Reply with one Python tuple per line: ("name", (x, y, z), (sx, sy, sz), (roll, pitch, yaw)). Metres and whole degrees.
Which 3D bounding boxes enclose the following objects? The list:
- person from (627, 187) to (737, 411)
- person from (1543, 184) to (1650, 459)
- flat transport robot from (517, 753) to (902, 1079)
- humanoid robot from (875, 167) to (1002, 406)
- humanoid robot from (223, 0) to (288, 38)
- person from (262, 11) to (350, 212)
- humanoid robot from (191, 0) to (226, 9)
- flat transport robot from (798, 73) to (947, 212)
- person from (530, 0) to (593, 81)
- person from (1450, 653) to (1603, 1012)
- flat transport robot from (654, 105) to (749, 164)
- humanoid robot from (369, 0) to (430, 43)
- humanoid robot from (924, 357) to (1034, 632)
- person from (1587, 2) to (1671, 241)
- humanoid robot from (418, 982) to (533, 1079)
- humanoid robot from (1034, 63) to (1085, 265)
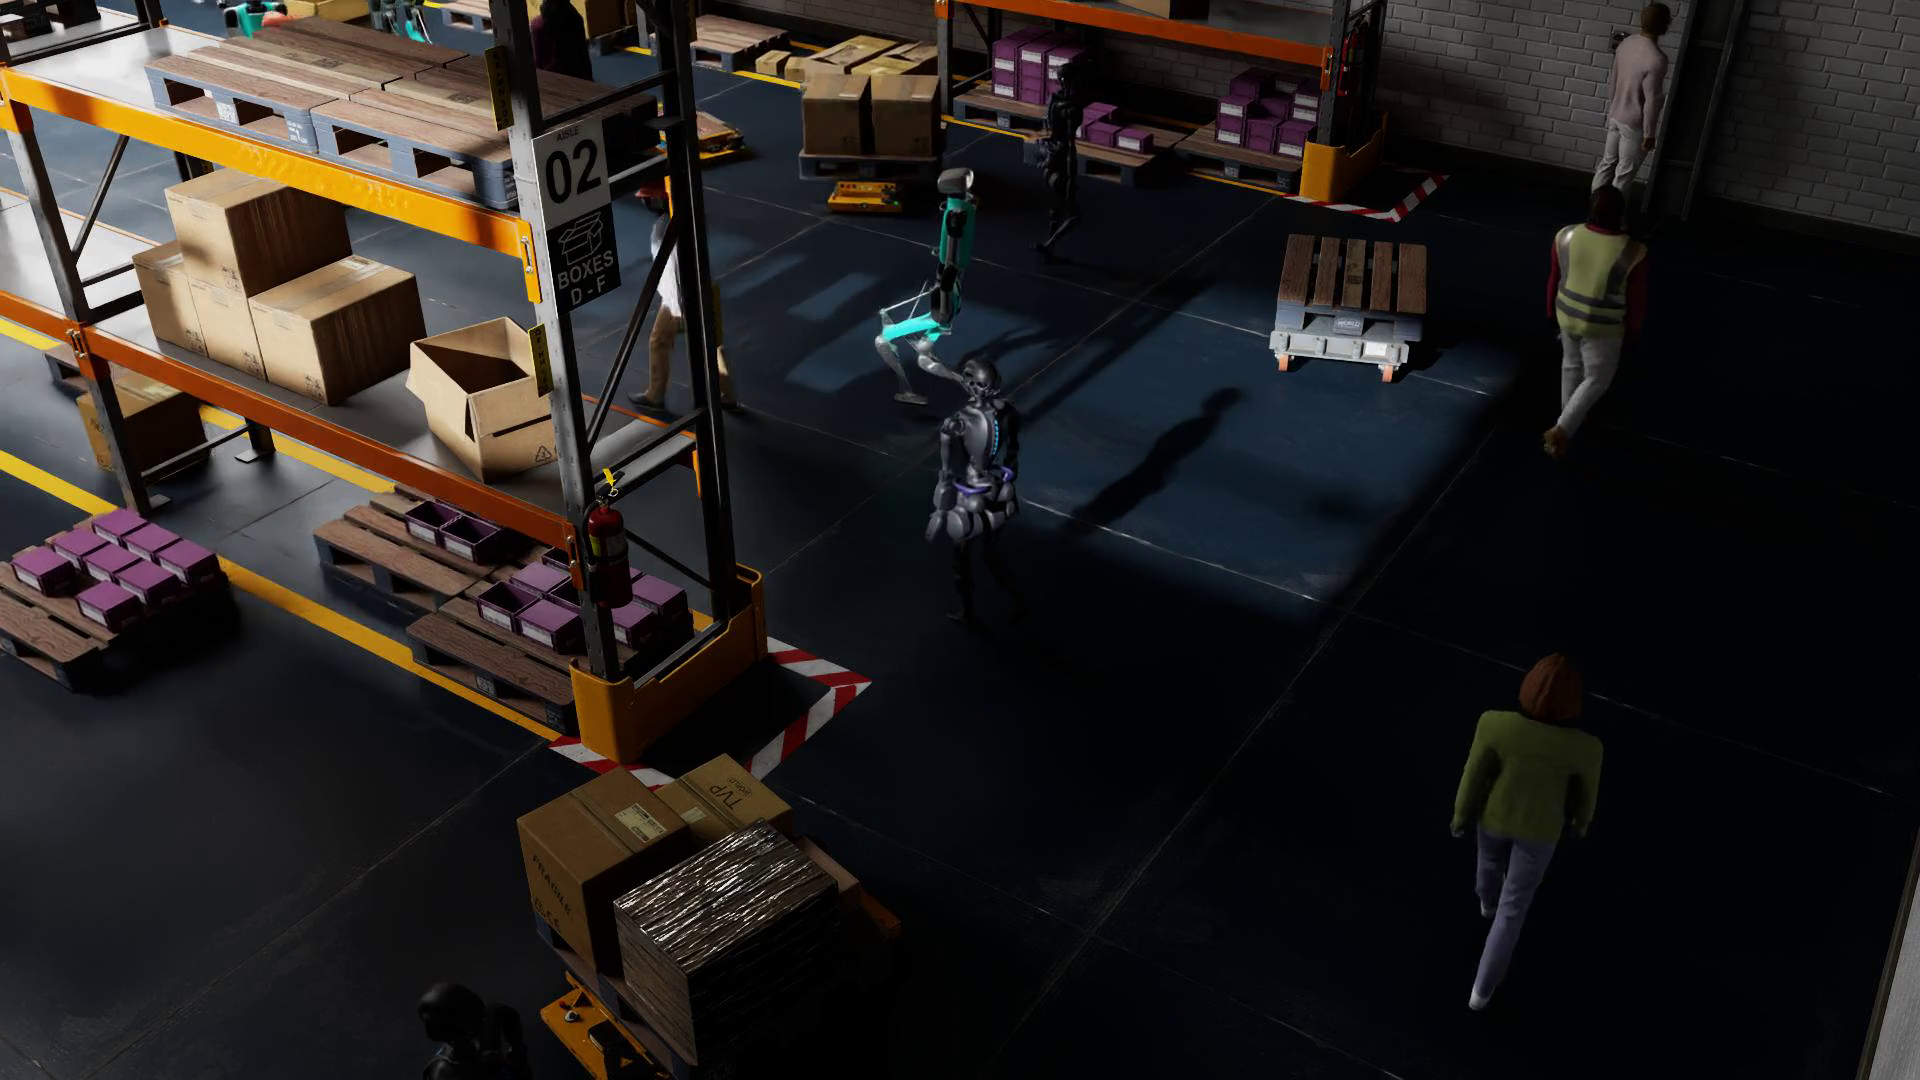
("person", (-1.914, -1.641, 11.081), (0.812, 1.704, 0.572), (10, 34, 15))
("person", (4.002, -1.382, 10.588), (0.792, 1.807, 0.642), (-27, 42, -35))
("flat transport robot", (-0.999, 1.806, 7.097), (1.431, 0.231, 0.659), (-26, 41, -34))
("humanoid robot", (-0.202, -1.607, 10.983), (0.973, 1.736, 0.548), (5, 33, 7))
("humanoid robot", (-6.006, -3.954, 14.607), (0.548, 1.733, 1.012), (-20, 38, -28))
("person", (-5.658, -3.582, 14.027), (0.761, 1.724, 0.574), (-1, 33, -2))
("humanoid robot", (-9.014, -7.091, 19.500), (0.551, 1.860, 0.825), (-27, 42, -35))
("flat transport robot", (-0.762, -3.291, 14.932), (0.659, 0.231, 1.431), (3, 33, 4))
("person", (-3.515, -4.062, 14.629), (0.501, 1.886, 1.024), (-20, 38, -28))
("person", (2.320, 1.155, 6.873), (0.519, 1.587, 0.841), (16, 36, 23))
("flat transport robot", (-2.659, -3.888, 15.849), (0.659, 0.231, 1.431), (-22, 39, -30))
("humanoid robot", (-5.275, -4.918, 16.115), (0.560, 1.794, 0.922), (-26, 41, -34))
("humanoid robot", (0.129, -0.185, 8.877), (0.610, 1.643, 0.468), (-25, 41, -33))
("person", (5.491, -3.404, 13.575), (0.371, 1.940, 0.629), (-6, 34, -10))
("humanoid robot", (-1.547, 2.032, 5.473), (0.606, 1.636, 0.609), (9, 34, 14))
("humanoid robot", (0.795, -2.958, 13.129), (0.342, 1.648, 0.609), (-7, 34, -10))
